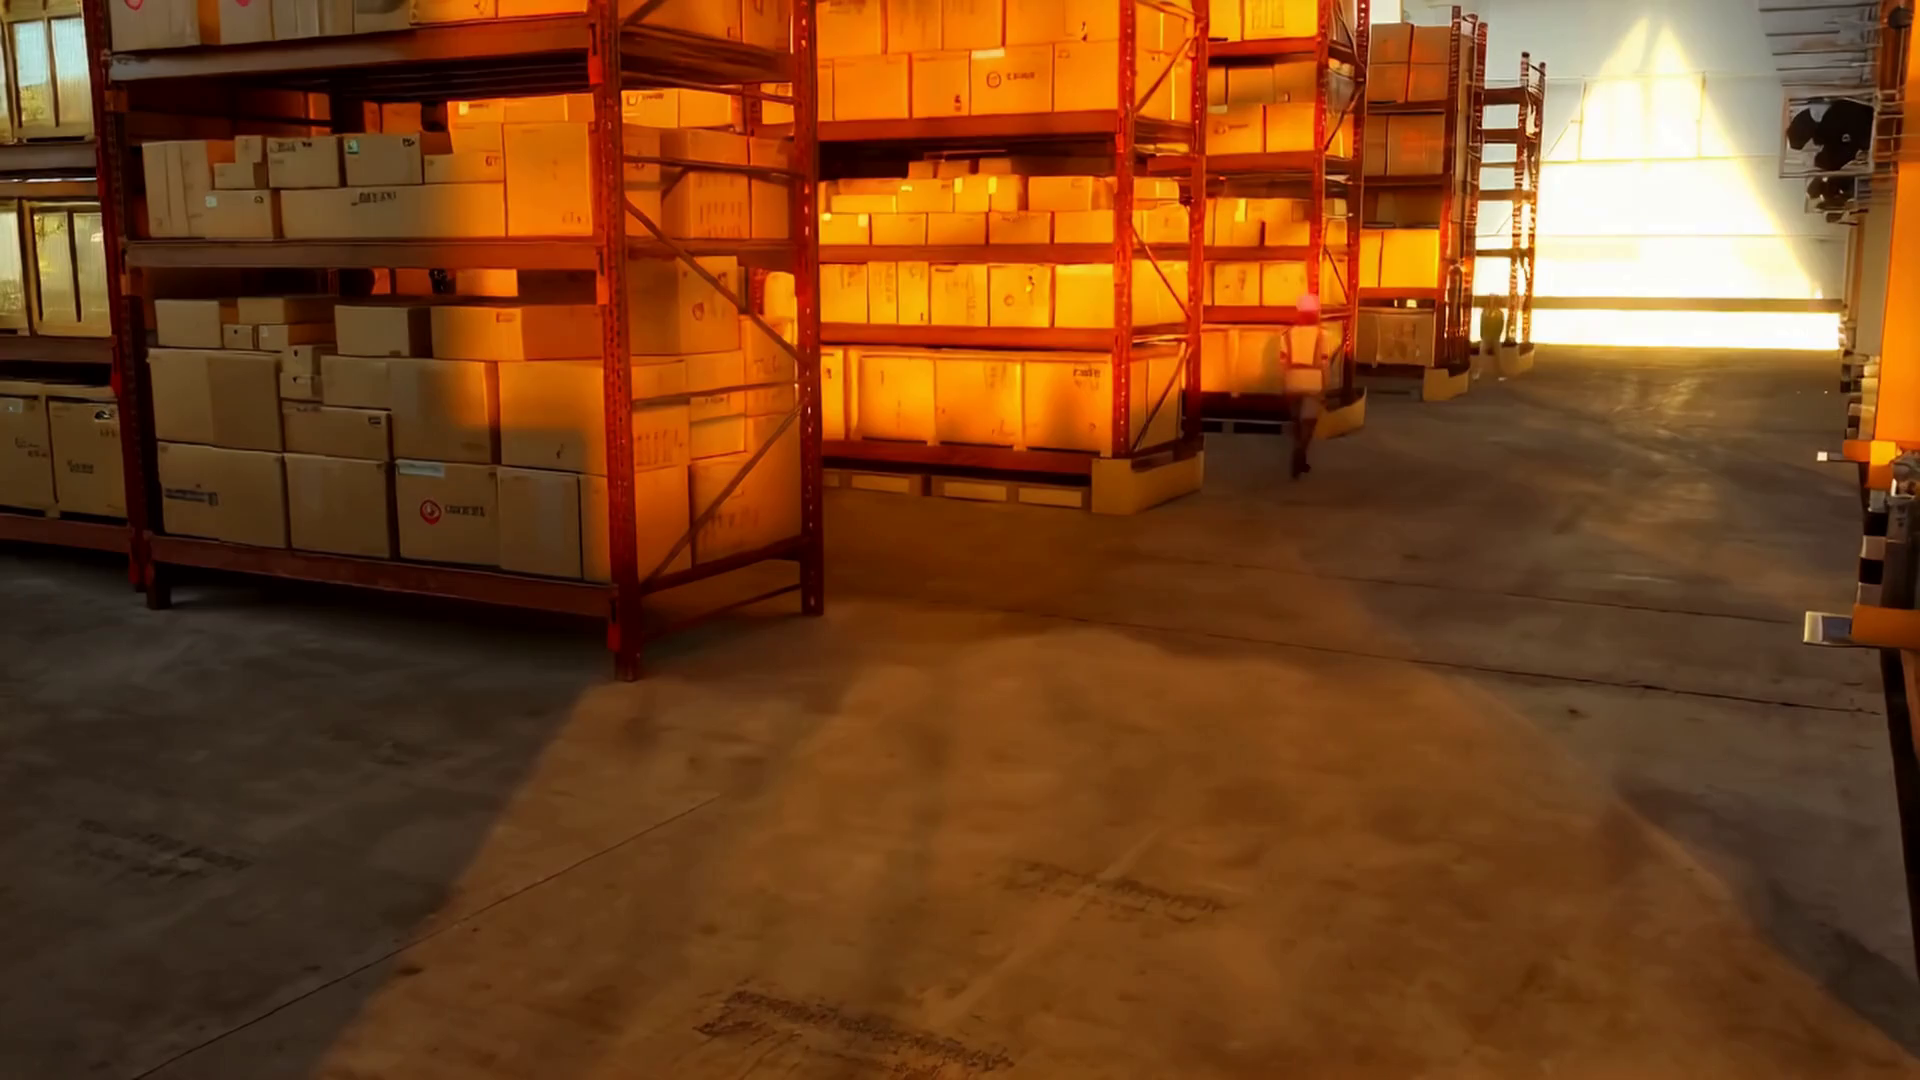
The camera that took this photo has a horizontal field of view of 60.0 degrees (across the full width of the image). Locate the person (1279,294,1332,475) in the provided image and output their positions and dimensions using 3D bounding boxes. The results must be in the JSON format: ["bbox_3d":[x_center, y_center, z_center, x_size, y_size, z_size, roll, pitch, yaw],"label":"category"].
[{"bbox_3d":[3.582,-1.608,17.376,0.550,1.916,0.770,5,11,25],"label":"person"}]

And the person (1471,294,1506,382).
[{"bbox_3d":[9.623,-3.647,30.109,0.878,1.588,0.530,-7,12,-36],"label":"person"}]
